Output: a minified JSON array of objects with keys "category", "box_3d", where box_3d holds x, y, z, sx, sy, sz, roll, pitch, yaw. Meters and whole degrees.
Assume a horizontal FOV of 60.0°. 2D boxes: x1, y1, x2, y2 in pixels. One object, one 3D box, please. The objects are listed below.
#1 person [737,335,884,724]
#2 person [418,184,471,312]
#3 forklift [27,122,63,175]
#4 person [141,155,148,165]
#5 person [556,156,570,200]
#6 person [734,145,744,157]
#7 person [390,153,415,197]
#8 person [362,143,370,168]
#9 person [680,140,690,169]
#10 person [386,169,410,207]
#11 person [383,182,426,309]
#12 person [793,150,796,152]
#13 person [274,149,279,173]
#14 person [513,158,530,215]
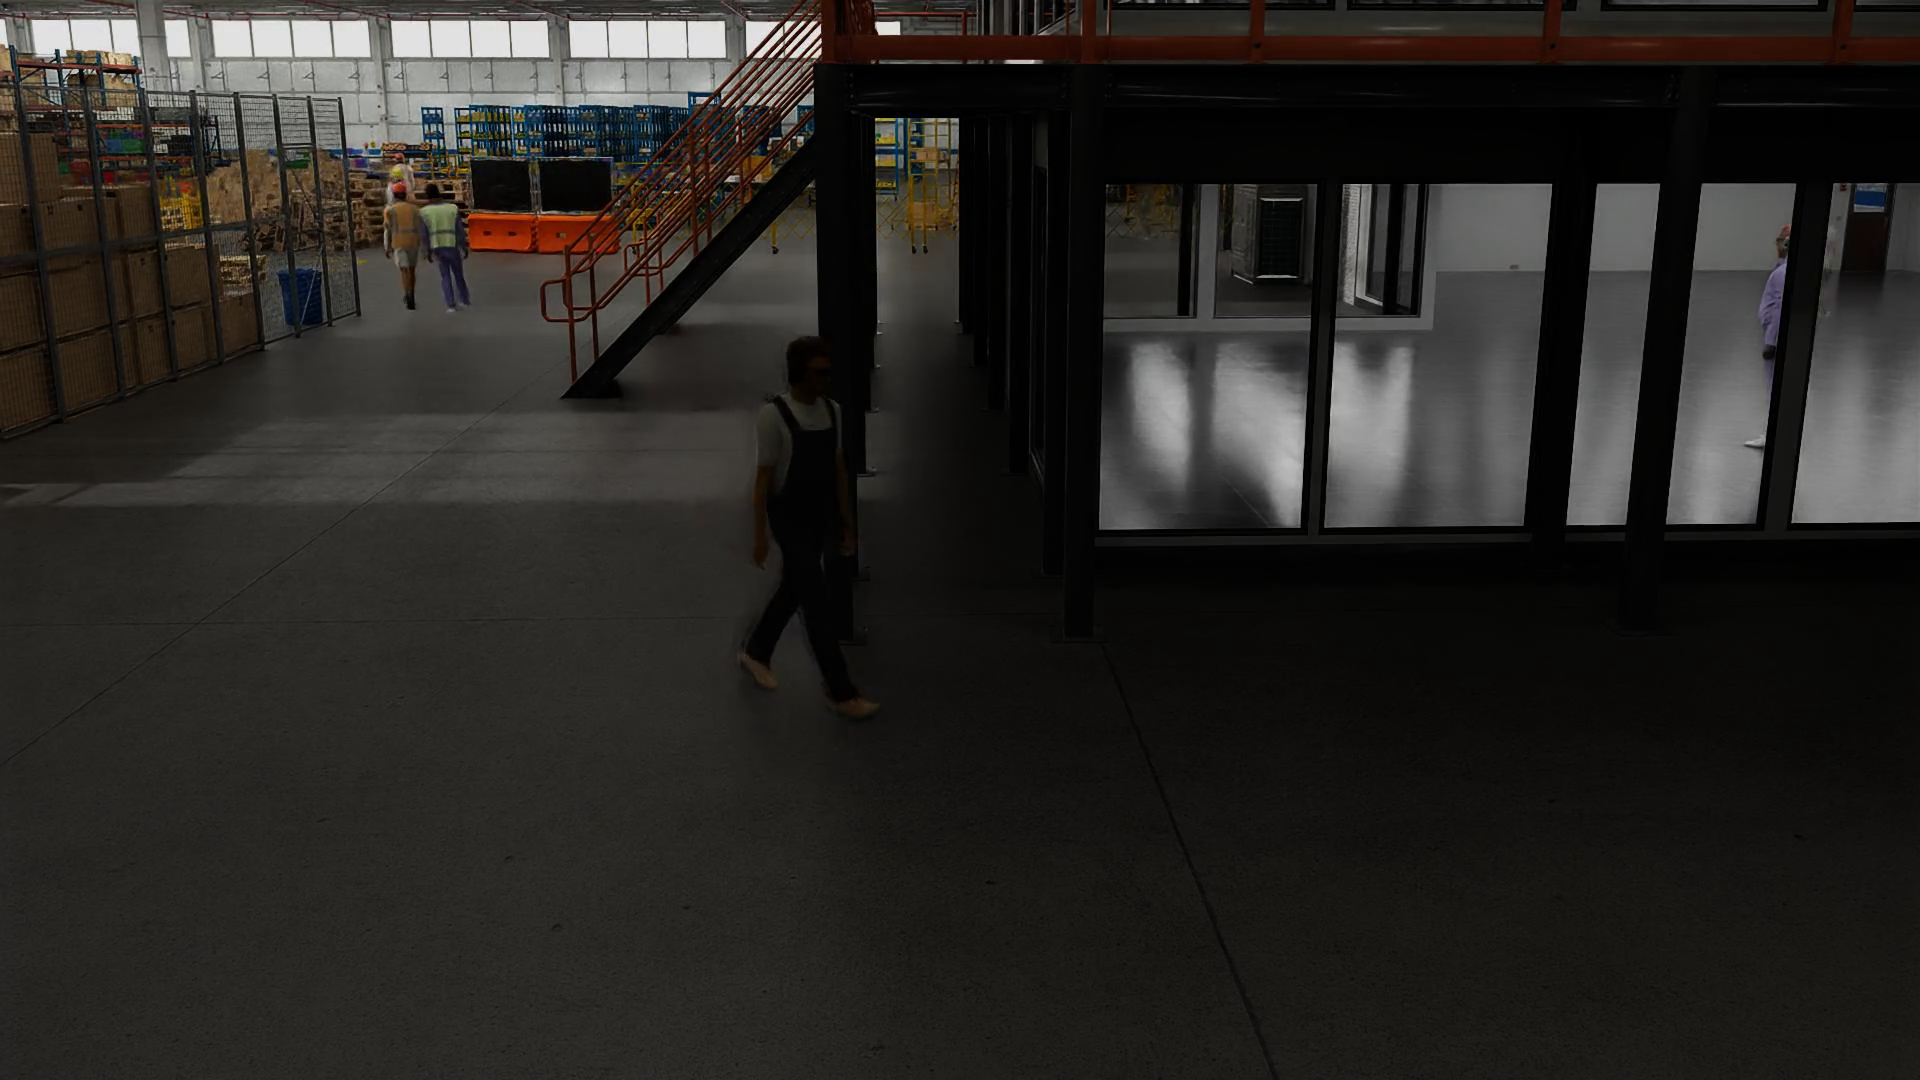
[{"category":"person","box_3d":[-0.758,-0.081,7.869,0.978,1.803,0.515,11,18,36]},{"category":"person","box_3d":[-7.655,-4.338,24.738,0.667,1.865,0.667,-4,14,-14]},{"category":"forklift","box_3d":[-35.376,-14.773,64.377,1.129,2.768,1.873,-1,14,-2]},{"category":"person","box_3d":[-40.544,-18.935,82.901,0.391,1.946,0.615,10,17,36]},{"category":"person","box_3d":[-14.061,-12.785,58.958,0.497,1.634,0.278,-4,15,-16]},{"category":"person","box_3d":[-11.366,-19.526,85.580,0.671,1.802,0.387,4,15,14]},{"category":"person","box_3d":[-14.845,-9.303,44.332,0.611,1.985,0.393,-6,15,-24]},{"category":"person","box_3d":[-32.941,-21.149,92.194,0.552,1.725,0.588,2,14,9]},{"category":"person","box_3d":[-12.762,-17.443,76.778,0.636,2.021,0.616,9,17,33]},{"category":"person","box_3d":[-11.766,-6.927,35.189,0.690,1.807,0.601,1,14,3]},{"category":"person","box_3d":[-8.409,-4.462,25.197,0.569,1.889,1.005,-8,16,-30]},{"category":"person","box_3d":[-8.318,-19.359,84.509,0.384,1.996,0.616,-6,15,-23]},{"category":"person","box_3d":[-27.384,-14.799,66.726,0.897,1.800,0.567,-6,15,-24]},{"category":"person","box_3d":[-11.234,-8.763,42.356,0.730,1.901,0.546,1,14,4]}]
